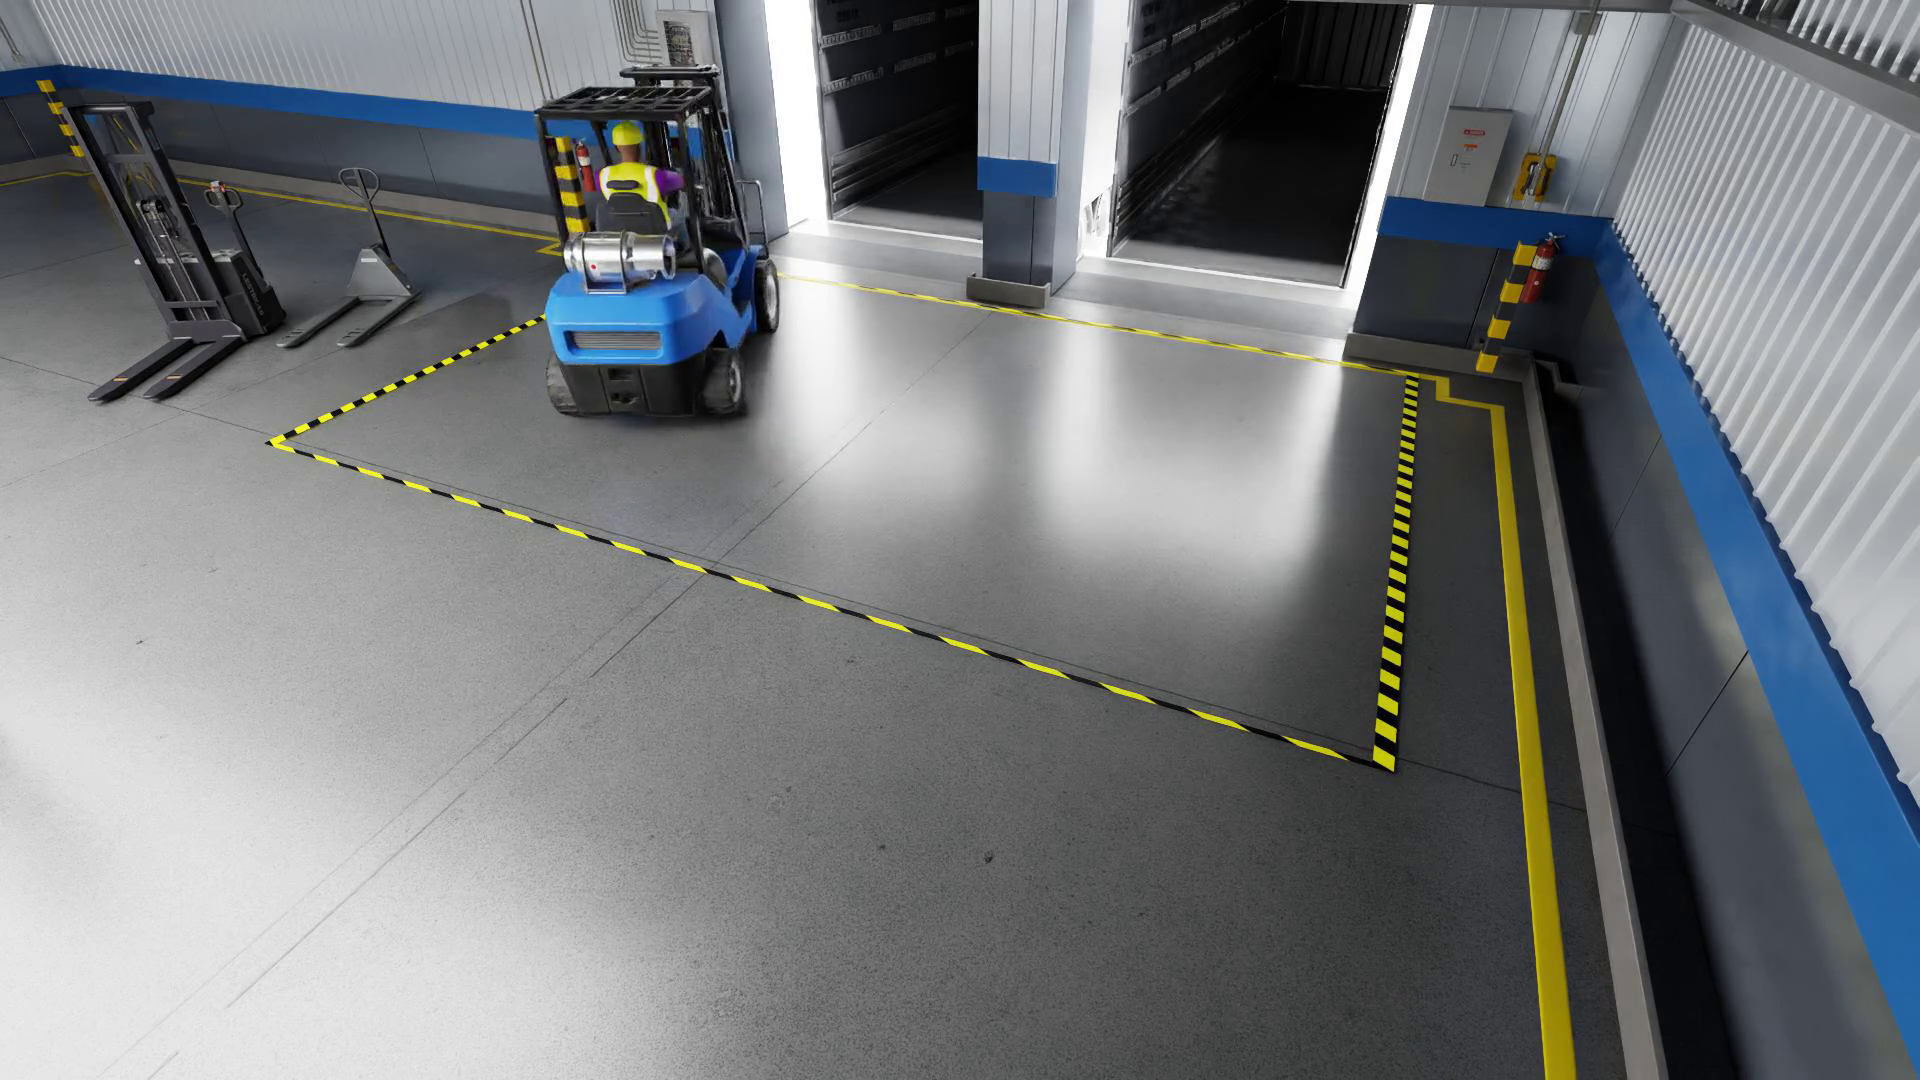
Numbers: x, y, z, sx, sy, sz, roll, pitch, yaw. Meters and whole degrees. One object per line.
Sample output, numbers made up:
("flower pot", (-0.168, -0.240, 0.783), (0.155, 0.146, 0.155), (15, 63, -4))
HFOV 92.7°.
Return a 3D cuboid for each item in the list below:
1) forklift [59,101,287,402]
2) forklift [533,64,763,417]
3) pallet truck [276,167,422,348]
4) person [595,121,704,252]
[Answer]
("forklift", (-6.686, -2.387, 7.434), (0.823, 1.965, 1.885), (-3, 35, -5))
("forklift", (-2.365, -2.441, 7.201), (1.157, 2.036, 2.680), (1, 35, 1))
("pallet truck", (-5.732, -2.611, 8.414), (0.680, 1.201, 1.601), (-1, 35, -1))
("person", (-2.357, -2.628, 7.142), (0.635, 1.294, 1.004), (1, 35, 1))
